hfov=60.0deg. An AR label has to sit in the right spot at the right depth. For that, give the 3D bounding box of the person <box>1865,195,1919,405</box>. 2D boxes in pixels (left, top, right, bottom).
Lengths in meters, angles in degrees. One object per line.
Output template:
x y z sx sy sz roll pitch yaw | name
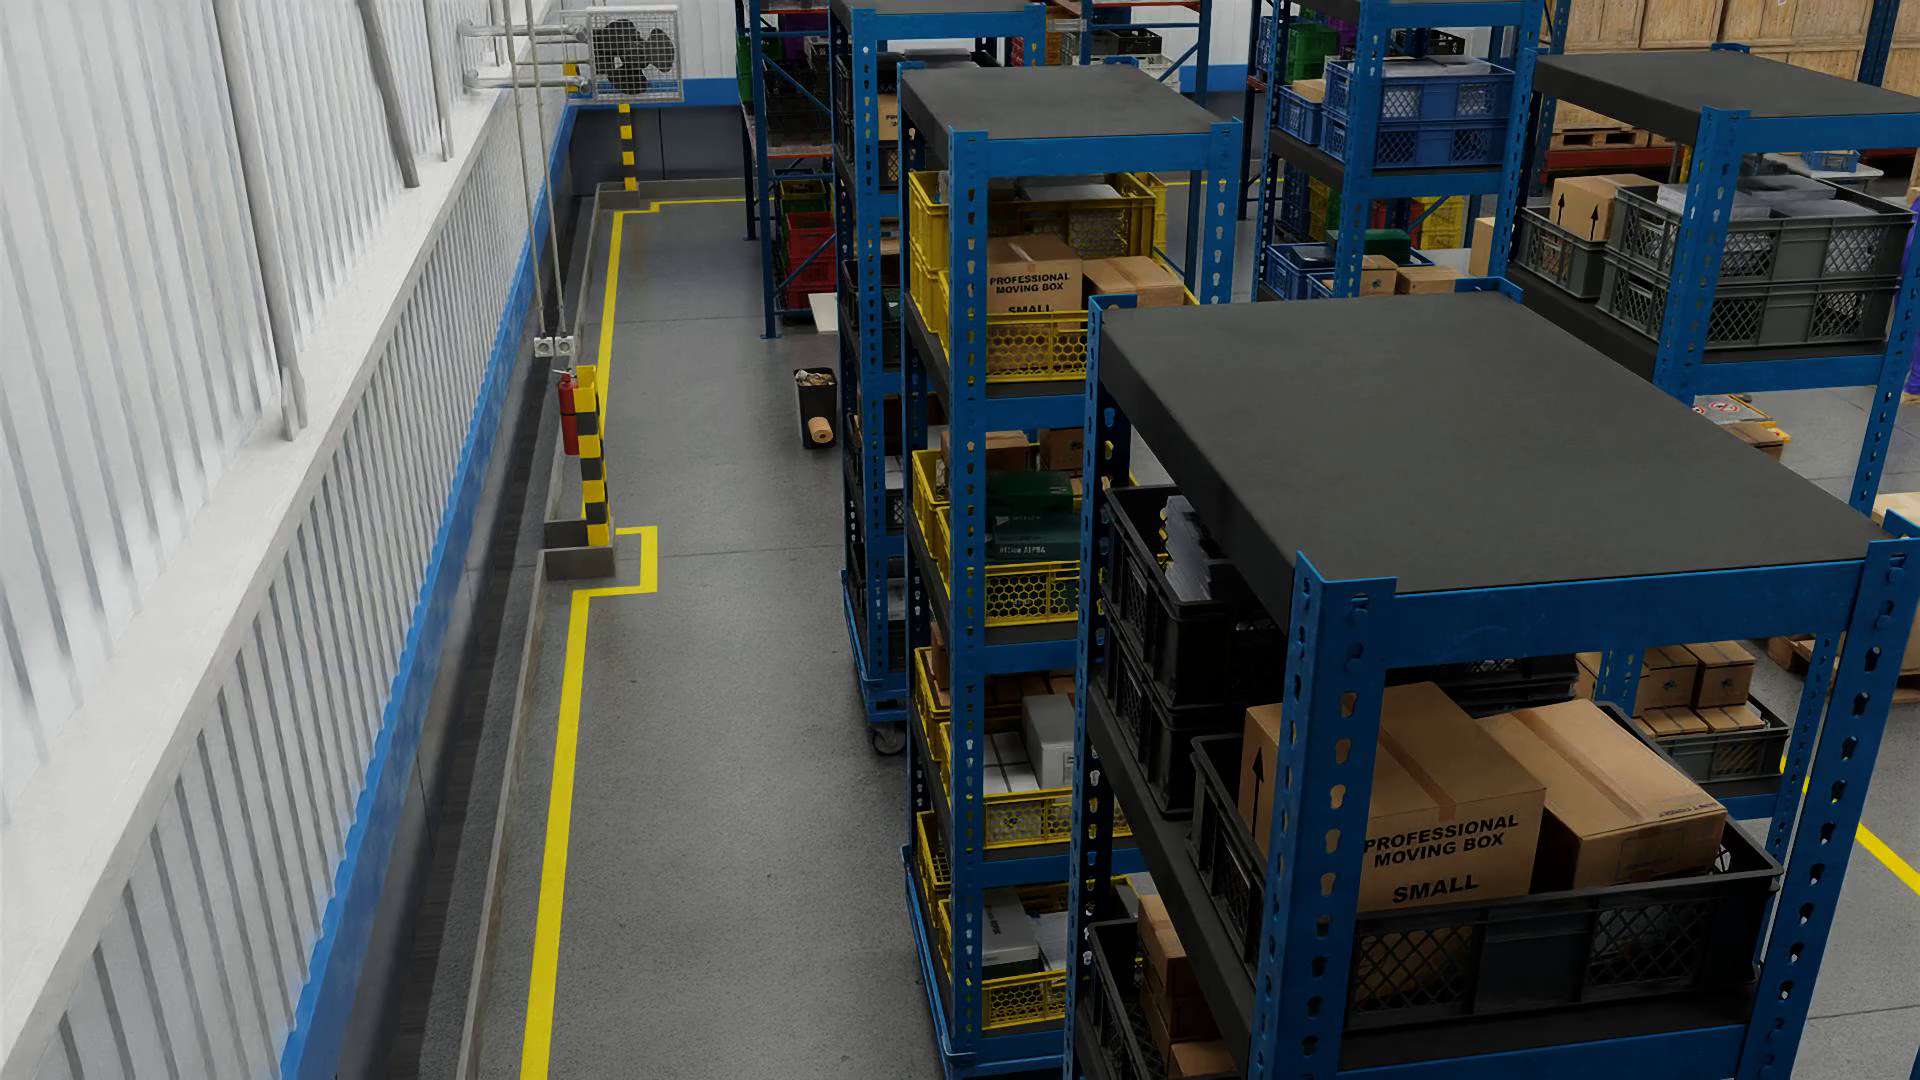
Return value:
7.316 -2.049 12.634 0.535 2.000 0.681 2 25 5 | person

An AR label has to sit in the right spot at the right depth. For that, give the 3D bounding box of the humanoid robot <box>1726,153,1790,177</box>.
7.016 -2.811 14.766 0.607 1.630 0.739 14 28 28 | humanoid robot

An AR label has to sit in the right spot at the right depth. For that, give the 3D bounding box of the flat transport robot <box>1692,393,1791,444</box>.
5.224 -0.859 12.132 1.431 0.197 0.652 -4 25 -8 | flat transport robot
